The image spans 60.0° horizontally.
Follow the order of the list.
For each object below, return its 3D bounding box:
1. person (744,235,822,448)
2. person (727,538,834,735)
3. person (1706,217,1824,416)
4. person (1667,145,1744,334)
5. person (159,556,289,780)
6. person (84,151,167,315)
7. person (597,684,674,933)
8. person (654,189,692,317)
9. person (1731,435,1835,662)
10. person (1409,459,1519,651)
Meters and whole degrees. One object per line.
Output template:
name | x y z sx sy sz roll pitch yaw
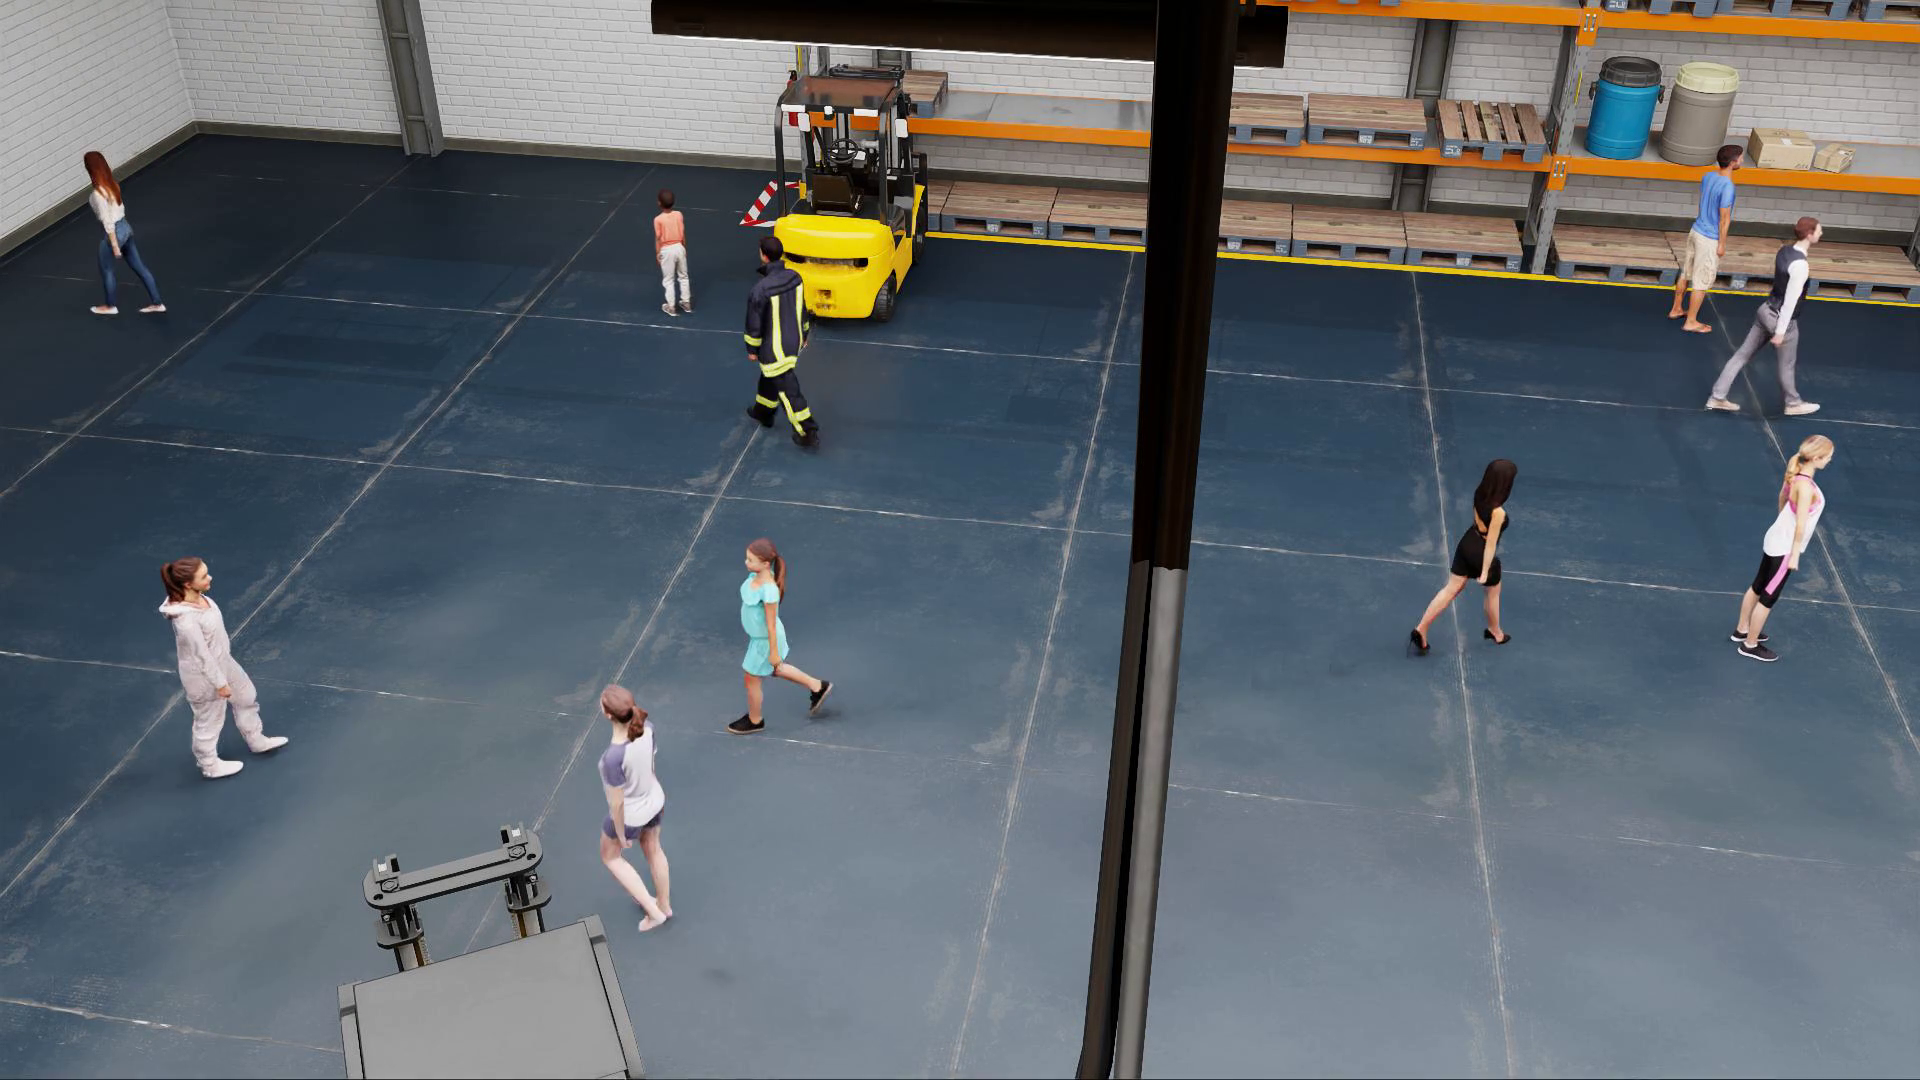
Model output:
person | -1.505 -1.663 14.289 1.337 1.888 1.145 24 40 31
person | -1.229 0.640 11.138 1.053 1.540 0.808 -8 34 -12
person | 7.136 -1.945 14.715 1.239 1.885 0.776 2 34 3
person | 7.314 -2.969 16.276 0.678 1.864 0.716 -4 34 -7
person | -4.945 0.844 10.715 0.930 1.669 0.840 -11 35 -15
person | -8.260 -3.008 16.481 0.970 1.702 0.682 1 34 2
person | -1.794 1.578 9.535 0.757 1.753 0.697 21 39 28
person | -2.879 -2.886 16.653 0.558 1.308 0.621 -20 38 -27
person | 5.836 0.041 11.816 0.504 1.788 0.595 5 34 8
person | 3.591 0.146 11.820 1.119 1.608 0.870 -8 35 -12
